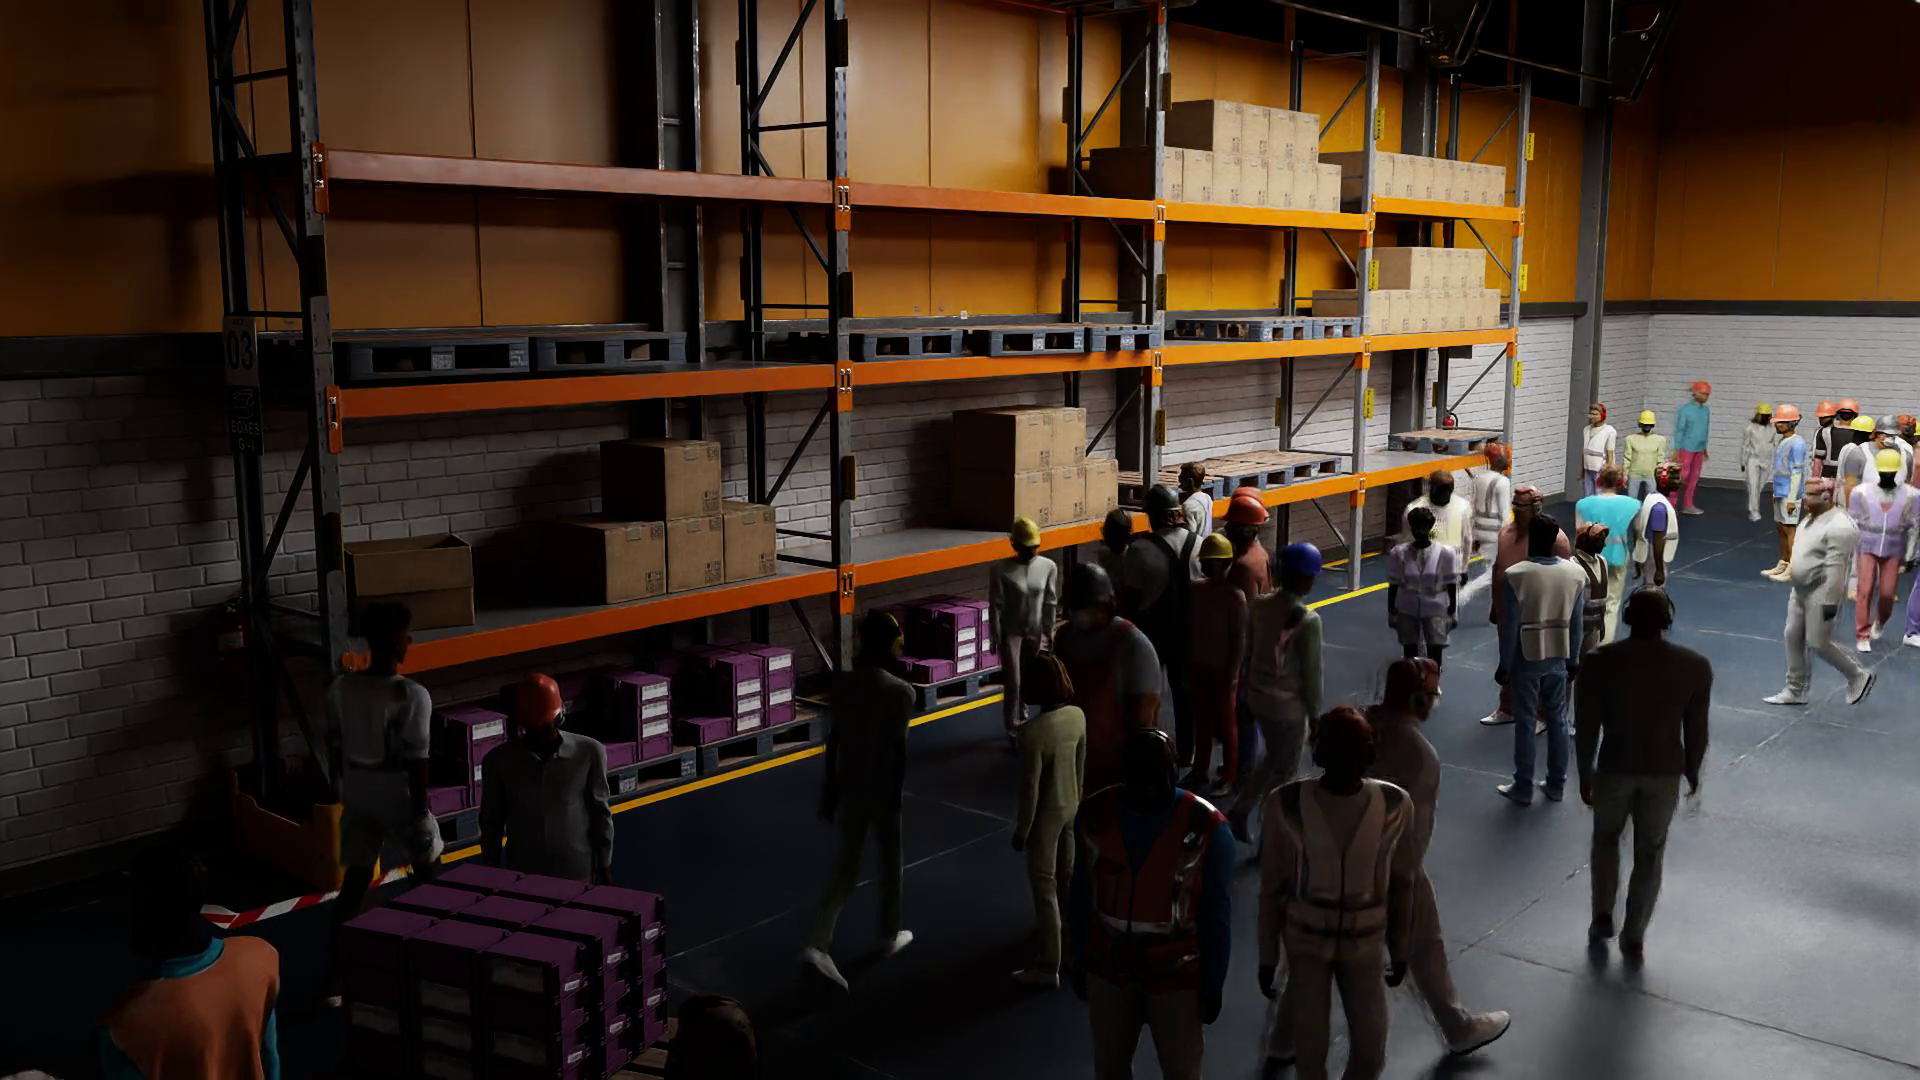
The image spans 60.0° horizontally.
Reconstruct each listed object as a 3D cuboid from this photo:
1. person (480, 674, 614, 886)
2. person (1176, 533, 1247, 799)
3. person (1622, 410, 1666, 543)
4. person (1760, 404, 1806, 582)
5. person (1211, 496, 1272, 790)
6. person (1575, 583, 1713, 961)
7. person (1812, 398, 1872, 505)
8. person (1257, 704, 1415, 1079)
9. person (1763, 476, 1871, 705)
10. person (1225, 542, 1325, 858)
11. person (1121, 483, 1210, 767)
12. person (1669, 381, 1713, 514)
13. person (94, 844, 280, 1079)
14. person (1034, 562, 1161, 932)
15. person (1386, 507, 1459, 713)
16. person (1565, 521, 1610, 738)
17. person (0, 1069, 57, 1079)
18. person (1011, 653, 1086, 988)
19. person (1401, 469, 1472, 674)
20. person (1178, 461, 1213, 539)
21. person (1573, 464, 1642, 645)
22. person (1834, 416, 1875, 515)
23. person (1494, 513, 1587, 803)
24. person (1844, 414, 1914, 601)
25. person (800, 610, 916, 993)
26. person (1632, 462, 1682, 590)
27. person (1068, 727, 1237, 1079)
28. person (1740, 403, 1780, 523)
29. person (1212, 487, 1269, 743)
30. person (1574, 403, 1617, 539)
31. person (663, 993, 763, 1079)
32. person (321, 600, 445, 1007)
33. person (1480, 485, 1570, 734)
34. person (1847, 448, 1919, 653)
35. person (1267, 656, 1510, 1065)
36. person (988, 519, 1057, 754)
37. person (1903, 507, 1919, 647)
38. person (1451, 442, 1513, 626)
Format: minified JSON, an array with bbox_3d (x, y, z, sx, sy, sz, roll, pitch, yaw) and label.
[{"bbox_3d":[-1.811,1.430,7.324,0.575,1.739,0.348,-2,9,-13],"label":"person"},{"bbox_3d":[1.687,0.828,11.110,0.304,1.772,0.525,-6,11,-36],"label":"person"},{"bbox_3d":[8.949,-0.821,21.782,0.525,1.760,0.340,2,9,13],"label":"person"},{"bbox_3d":[9.441,-0.536,19.072,0.418,2.035,0.609,1,9,8],"label":"person"},{"bbox_3d":[1.914,0.693,11.244,0.370,1.996,0.622,3,9,16],"label":"person"},{"bbox_3d":[3.445,1.166,8.436,0.622,1.921,0.445,3,9,21],"label":"person"},{"bbox_3d":[10.641,-0.698,20.118,0.613,2.032,0.411,4,10,26],"label":"person"},{"bbox_3d":[1.400,1.533,6.230,0.592,1.867,0.410,1,9,4],"label":"person"},{"bbox_3d":[6.918,0.424,13.335,0.651,1.887,0.653,0,9,-2],"label":"person"},{"bbox_3d":[1.895,0.959,9.778,0.492,1.922,0.600,-3,9,-20],"label":"person"},{"bbox_3d":[1.414,0.600,11.710,0.681,2.000,0.535,-3,9,-21],"label":"person"},{"bbox_3d":[10.748,-1.346,24.515,0.704,1.975,0.502,-5,10,-29],"label":"person"},{"bbox_3d":[-2.083,1.767,4.573,0.391,1.920,0.587,3,9,18],"label":"person"},{"bbox_3d":[0.768,1.052,8.794,0.702,2.000,0.733,8,12,43],"label":"person"},{"bbox_3d":[3.612,0.569,13.029,0.565,1.681,0.371,4,10,22],"label":"person"},{"bbox_3d":[4.708,0.670,12.576,0.514,1.634,0.313,-6,11,-35],"label":"person"},{"bbox_3d":[-2.218,1.878,3.739,0.886,1.965,0.621,6,11,36],"label":"person"},{"bbox_3d":[0.433,1.360,8.117,0.267,1.632,0.507,7,11,39],"label":"person"},{"bbox_3d":[4.167,0.248,14.710,0.658,1.817,0.632,-1,9,-10],"label":"person"},{"bbox_3d":[2.060,0.218,14.802,0.345,1.846,0.508,4,10,27],"label":"person"},{"bbox_3d":[5.812,0.220,14.957,0.575,1.795,0.960,4,10,26],"label":"person"},{"bbox_3d":[10.152,-0.453,18.901,0.394,1.919,0.586,4,10,24],"label":"person"},{"bbox_3d":[3.823,0.778,10.952,0.597,1.916,0.370,-2,9,-14],"label":"person"},{"bbox_3d":[9.871,-0.353,17.853,0.682,2.000,0.536,1,9,9],"label":"person"},{"bbox_3d":[-0.514,1.272,8.177,0.536,1.813,0.916,4,10,24],"label":"person"},{"bbox_3d":[6.186,0.216,14.810,0.384,1.845,0.565,3,9,19],"label":"person"},{"bbox_3d":[0.685,1.574,6.116,0.623,1.835,0.431,4,10,24],"label":"person"},{"bbox_3d":[11.419,-1.089,23.684,0.500,1.698,0.875,1,9,4],"label":"person"},{"bbox_3d":[2.043,0.553,12.431,0.479,1.915,0.631,-2,9,-13],"label":"person"},{"bbox_3d":[8.425,-0.887,21.957,0.386,1.837,0.564,-3,9,-16],"label":"person"},{"bbox_3d":[-0.534,1.923,3.802,0.507,1.847,0.351,-6,11,-35],"label":"person"},{"bbox_3d":[-2.771,1.234,8.038,0.619,1.918,0.988,3,9,21],"label":"person"},{"bbox_3d":[4.276,0.524,12.635,0.402,1.904,0.651,-5,10,-30],"label":"person"},{"bbox_3d":[8.576,0.077,15.506,0.601,1.908,0.647,4,10,23],"label":"person"},{"bbox_3d":[1.863,1.403,7.228,1.114,1.827,0.668,-4,10,-24],"label":"person"},{"bbox_3d":[0.456,0.687,12.161,0.525,1.718,0.613,-4,10,-25],"label":"person"},{"bbox_3d":[9.146,0.078,15.628,0.530,1.869,0.311,-7,11,-39],"label":"person"},{"bbox_3d":[5.199,-0.038,16.416,0.800,1.861,0.581,-1,9,-4],"label":"person"}]
